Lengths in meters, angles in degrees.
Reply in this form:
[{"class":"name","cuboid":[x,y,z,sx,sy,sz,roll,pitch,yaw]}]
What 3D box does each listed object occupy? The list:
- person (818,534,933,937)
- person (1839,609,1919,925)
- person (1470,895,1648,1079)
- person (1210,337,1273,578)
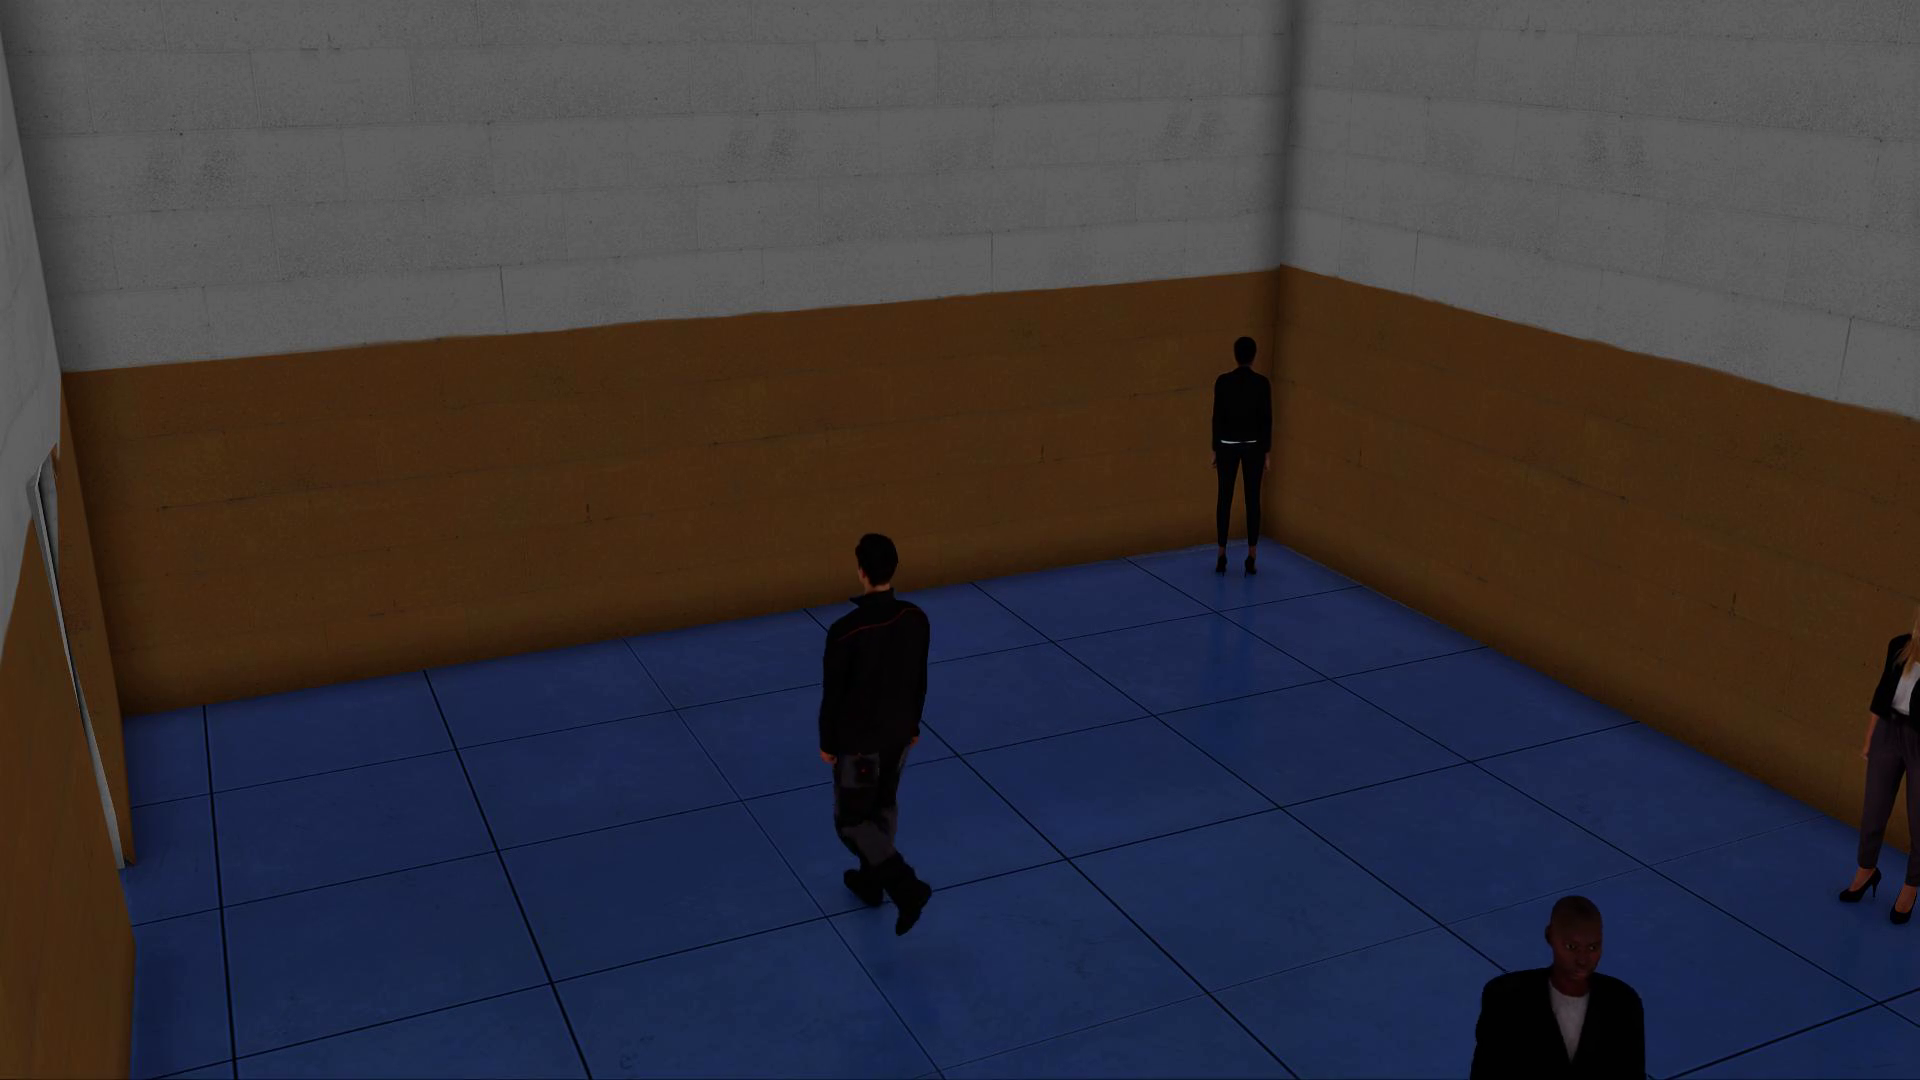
[{"class":"person","cuboid":[-0.368,0.928,7.752,1.061,1.928,0.940,-15,24,-37]},{"class":"person","cuboid":[4.526,1.014,7.898,0.559,1.672,0.618,-11,22,-30]},{"class":"person","cuboid":[1.847,1.880,5.264,1.180,1.713,1.077,1,19,3]},{"class":"person","cuboid":[2.105,-0.621,12.490,0.654,1.836,0.736,5,19,14]}]
